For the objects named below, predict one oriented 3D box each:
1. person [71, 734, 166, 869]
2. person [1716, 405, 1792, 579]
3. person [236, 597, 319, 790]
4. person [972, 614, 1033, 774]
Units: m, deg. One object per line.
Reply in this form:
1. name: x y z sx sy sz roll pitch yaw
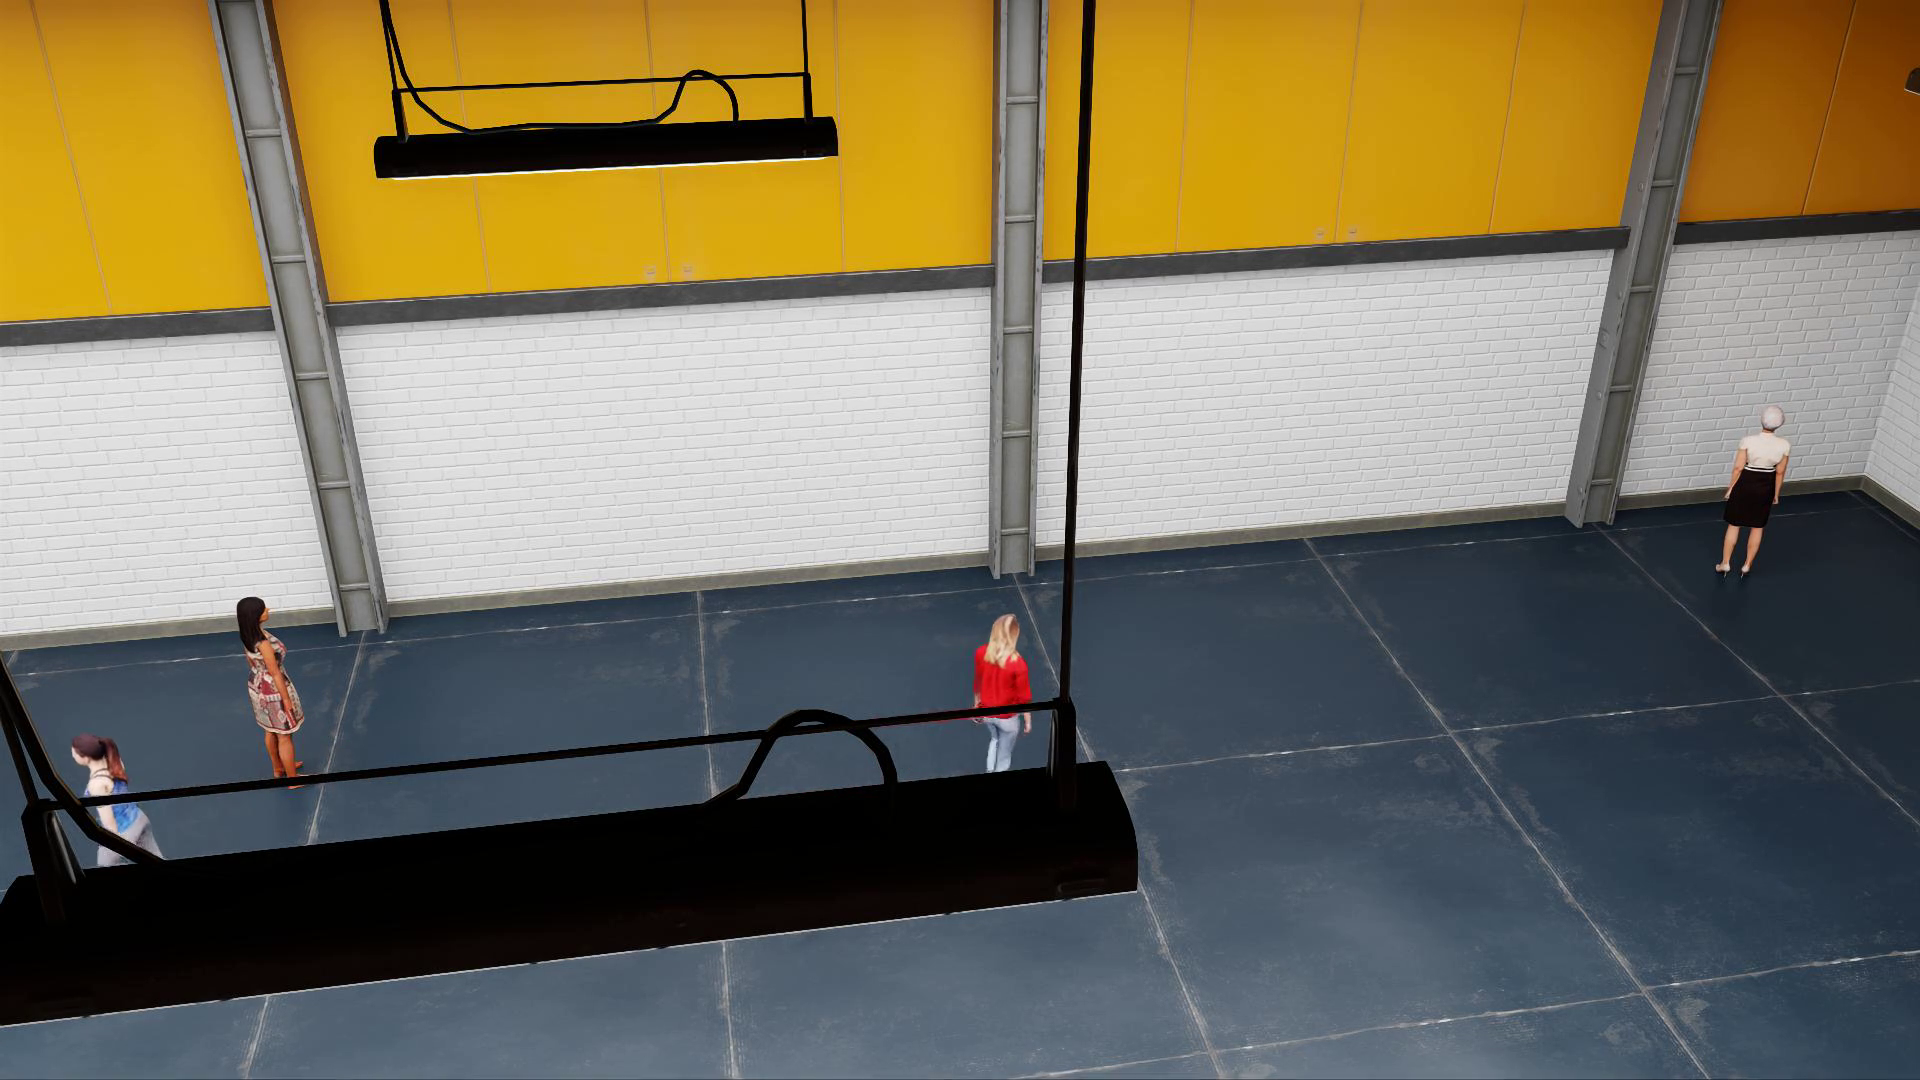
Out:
1. person: -5.593 1.985 11.287 1.100 1.564 0.717 1 29 2
2. person: 7.410 -0.442 15.534 0.615 1.756 0.756 7 29 13
3. person: -5.274 1.154 12.725 0.724 1.645 0.738 25 37 38
4. person: 0.261 1.337 12.345 0.727 1.688 0.789 18 33 30
